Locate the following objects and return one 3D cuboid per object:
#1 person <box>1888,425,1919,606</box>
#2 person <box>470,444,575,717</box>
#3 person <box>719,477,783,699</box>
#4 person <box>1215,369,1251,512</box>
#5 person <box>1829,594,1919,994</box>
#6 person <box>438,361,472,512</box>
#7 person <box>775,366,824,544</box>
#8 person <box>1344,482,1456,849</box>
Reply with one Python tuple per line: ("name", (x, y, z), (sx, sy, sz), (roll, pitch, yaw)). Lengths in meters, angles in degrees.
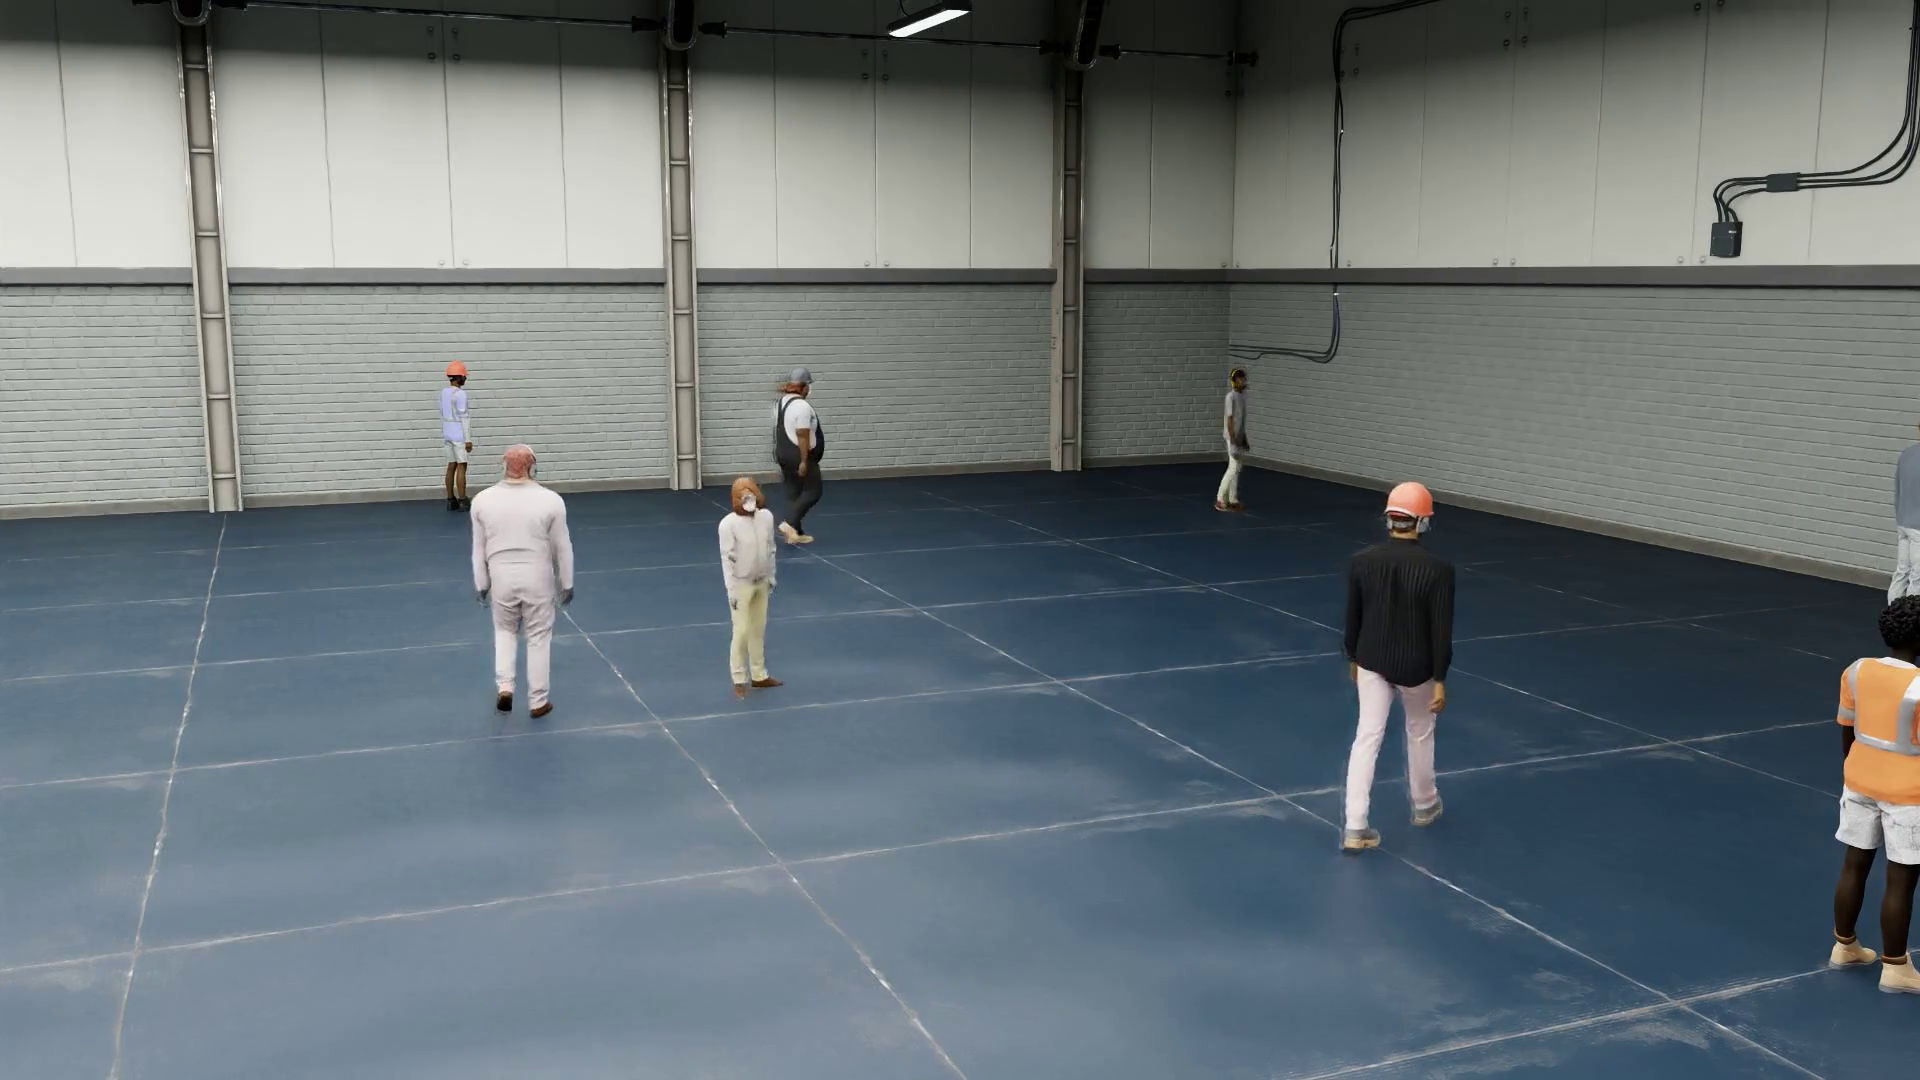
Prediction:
("person", (7.798, -0.072, 13.484), (0.354, 1.938, 0.635), (1, 9, 3))
("person", (-2.978, 0.284, 11.398), (0.665, 1.893, 0.439), (0, 9, 0))
("person", (-1.466, 0.333, 11.998), (0.318, 1.604, 0.634), (7, 12, 38))
("person", (3.524, -1.283, 21.433), (0.395, 1.841, 0.638), (4, 10, 26))
("person", (3.976, 1.069, 7.084), (0.316, 1.696, 0.541), (-3, 9, -17))
("person", (-6.443, -1.327, 21.367), (0.542, 1.939, 0.368), (8, 12, 42))
("person", (-1.794, -0.952, 18.694), (0.551, 2.000, 0.689), (-6, 11, -33))
("person", (2.340, 0.656, 8.921), (0.635, 1.944, 1.019), (6, 11, 35))
